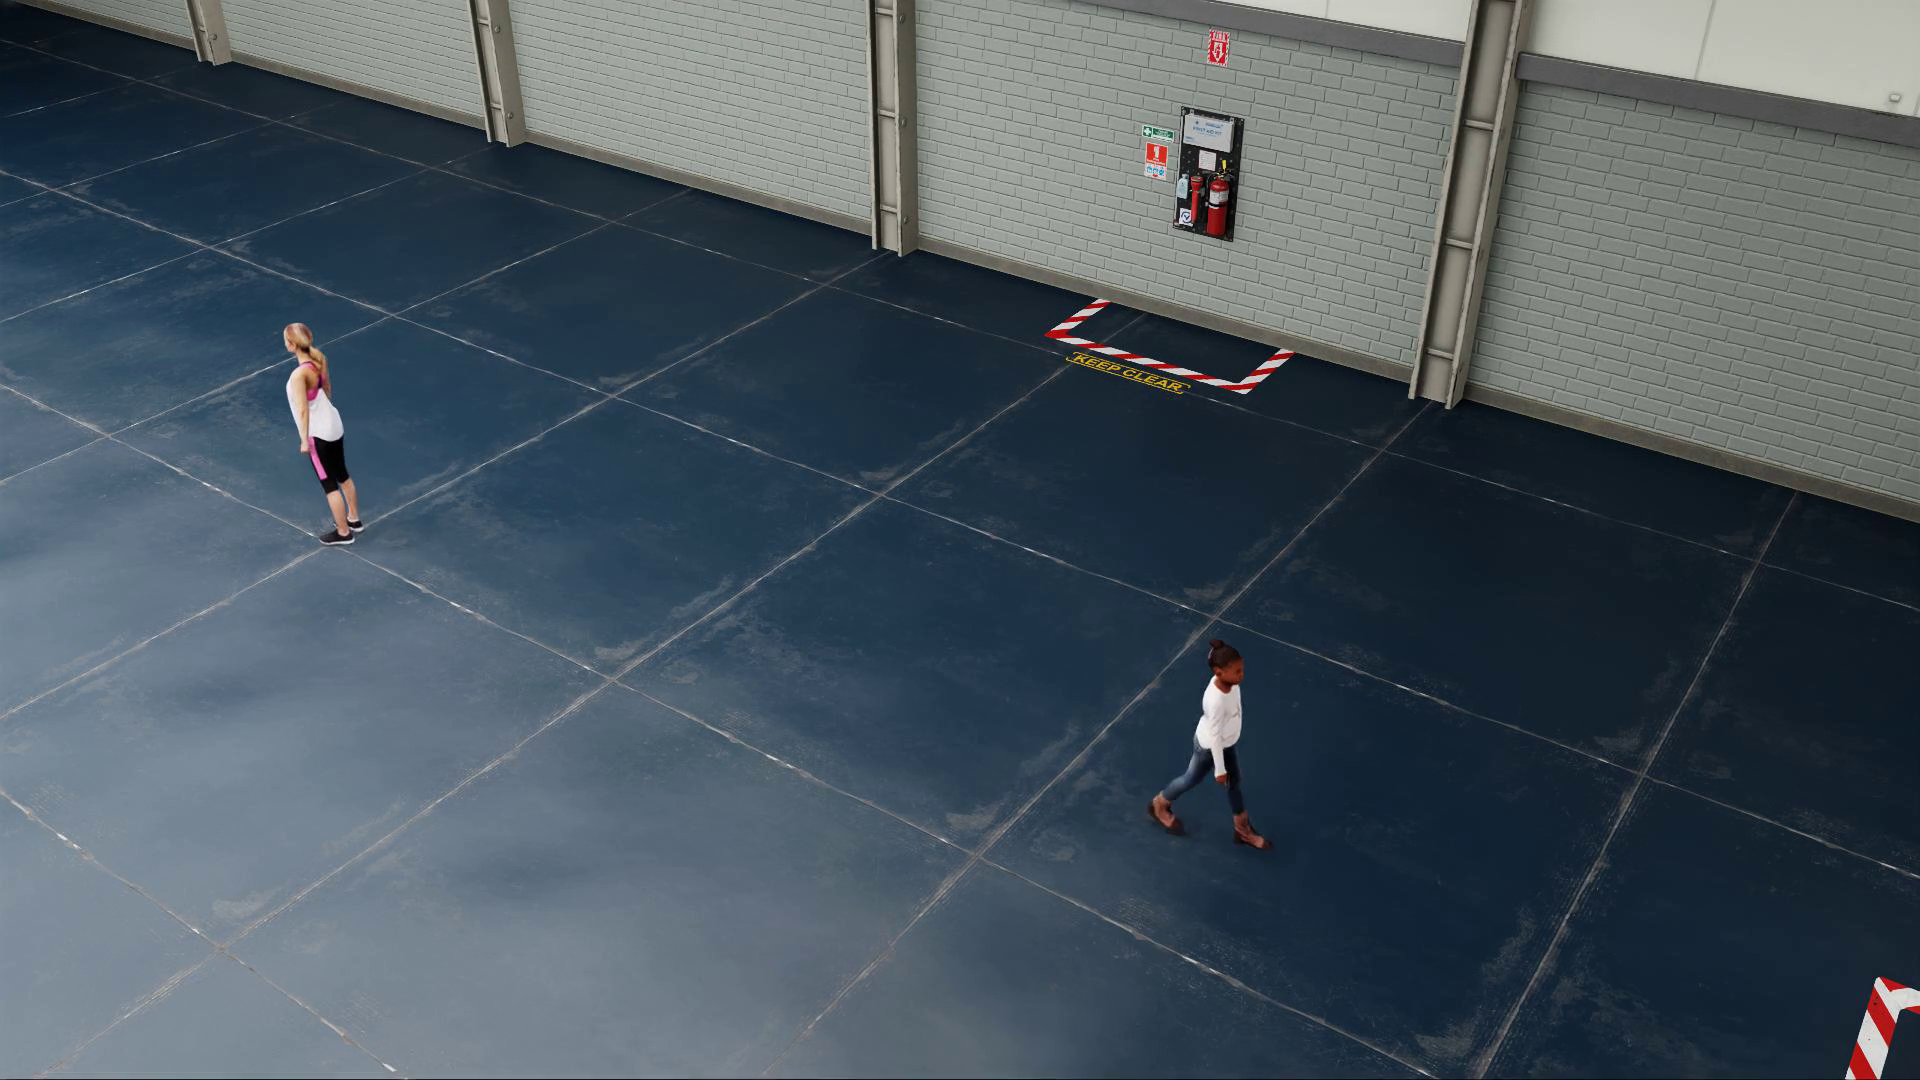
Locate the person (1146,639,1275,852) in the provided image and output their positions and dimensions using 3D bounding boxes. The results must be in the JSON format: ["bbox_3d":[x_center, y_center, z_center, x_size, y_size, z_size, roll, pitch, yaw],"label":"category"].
[{"bbox_3d":[1.396,1.166,9.580,1.038,1.418,0.638,15,35,23],"label":"person"}]

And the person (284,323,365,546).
[{"bbox_3d":[-4.712,-0.794,12.339,0.667,1.788,0.682,5,33,8],"label":"person"}]
